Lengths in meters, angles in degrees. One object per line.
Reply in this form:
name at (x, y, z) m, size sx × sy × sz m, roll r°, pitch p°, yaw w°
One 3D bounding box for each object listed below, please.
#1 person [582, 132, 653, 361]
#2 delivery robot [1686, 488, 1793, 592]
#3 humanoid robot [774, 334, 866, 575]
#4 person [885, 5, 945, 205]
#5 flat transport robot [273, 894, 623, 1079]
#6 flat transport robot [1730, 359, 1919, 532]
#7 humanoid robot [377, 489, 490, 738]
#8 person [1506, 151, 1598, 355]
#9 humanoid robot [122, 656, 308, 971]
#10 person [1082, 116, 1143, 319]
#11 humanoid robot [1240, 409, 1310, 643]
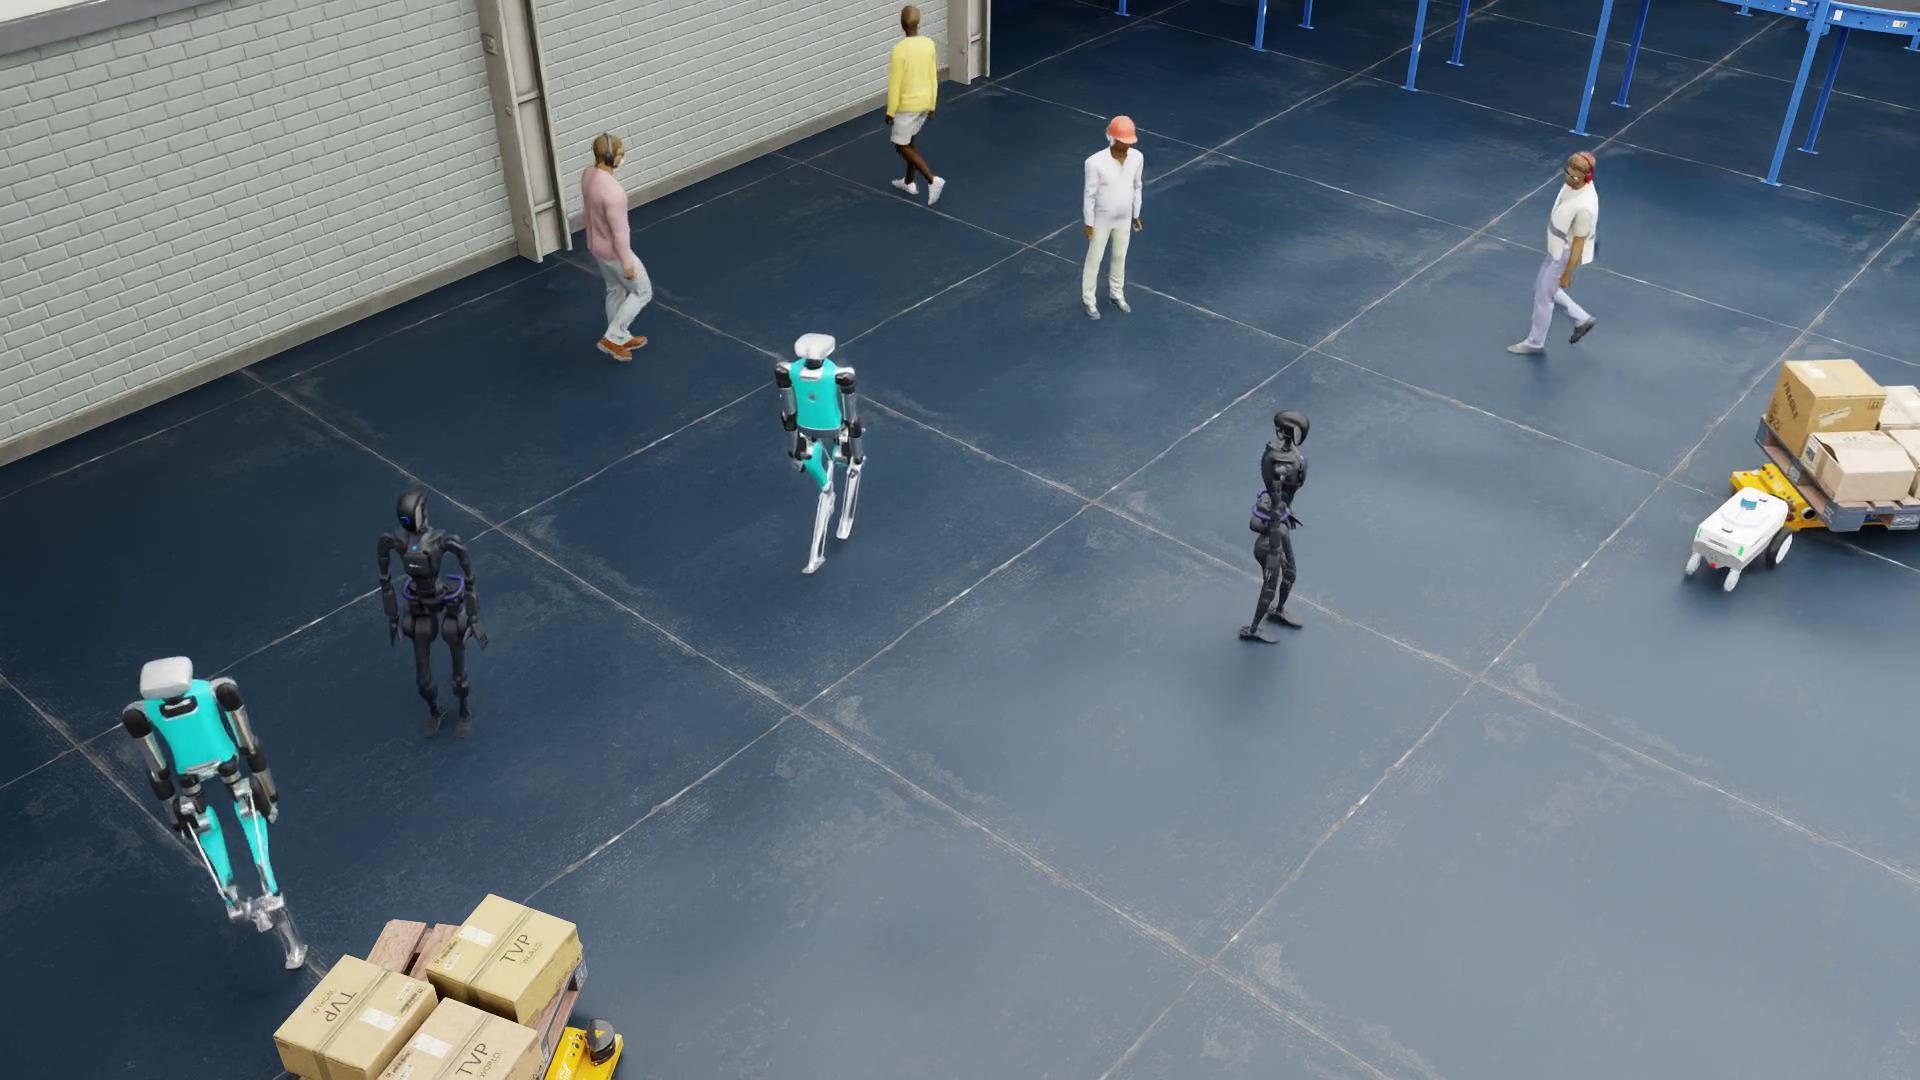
person at (-2.739, -2.296, 13.182) m, size 0.447 × 1.924 × 0.666 m, roll -18°, pitch 39°, yaw -23°
delivery robot at (5.253, -0.054, 11.202) m, size 0.769 × 0.577 × 0.499 m, roll -29°, pitch 45°, yaw -34°
humanoid robot at (-0.848, -0.671, 11.075) m, size 0.535 × 1.781 × 0.799 m, roll 7°, pitch 36°, yaw 10°
person at (-0.417, -4.112, 15.780) m, size 0.738 × 1.869 × 0.548 m, roll 28°, pitch 44°, yaw 33°
flat transport robot at (-2.386, 2.508, 7.866) m, size 1.431 × 0.231 × 0.659 m, roll 5°, pitch 36°, yaw 7°
flat transport robot at (6.347, -0.337, 11.861) m, size 1.431 × 0.231 × 0.659 m, roll -2°, pitch 36°, yaw -3°
humanoid robot at (-3.011, 0.431, 9.573) m, size 0.587 × 1.653 × 0.342 m, roll 0°, pitch 35°, yaw 1°
person at (4.848, -2.255, 13.219) m, size 0.592 × 1.809 × 0.608 m, roll 5°, pitch 36°, yaw 8°
humanoid robot at (-3.583, 1.447, 8.101) m, size 0.568 × 1.764 × 0.830 m, roll -15°, pitch 38°, yaw -20°
person at (1.279, -2.701, 13.902) m, size 0.568 × 1.748 × 0.343 m, roll -16°, pitch 38°, yaw -21°
humanoid robot at (1.993, -0.066, 10.261) m, size 0.392 × 1.647 × 0.608 m, roll 10°, pitch 37°, yaw 14°
